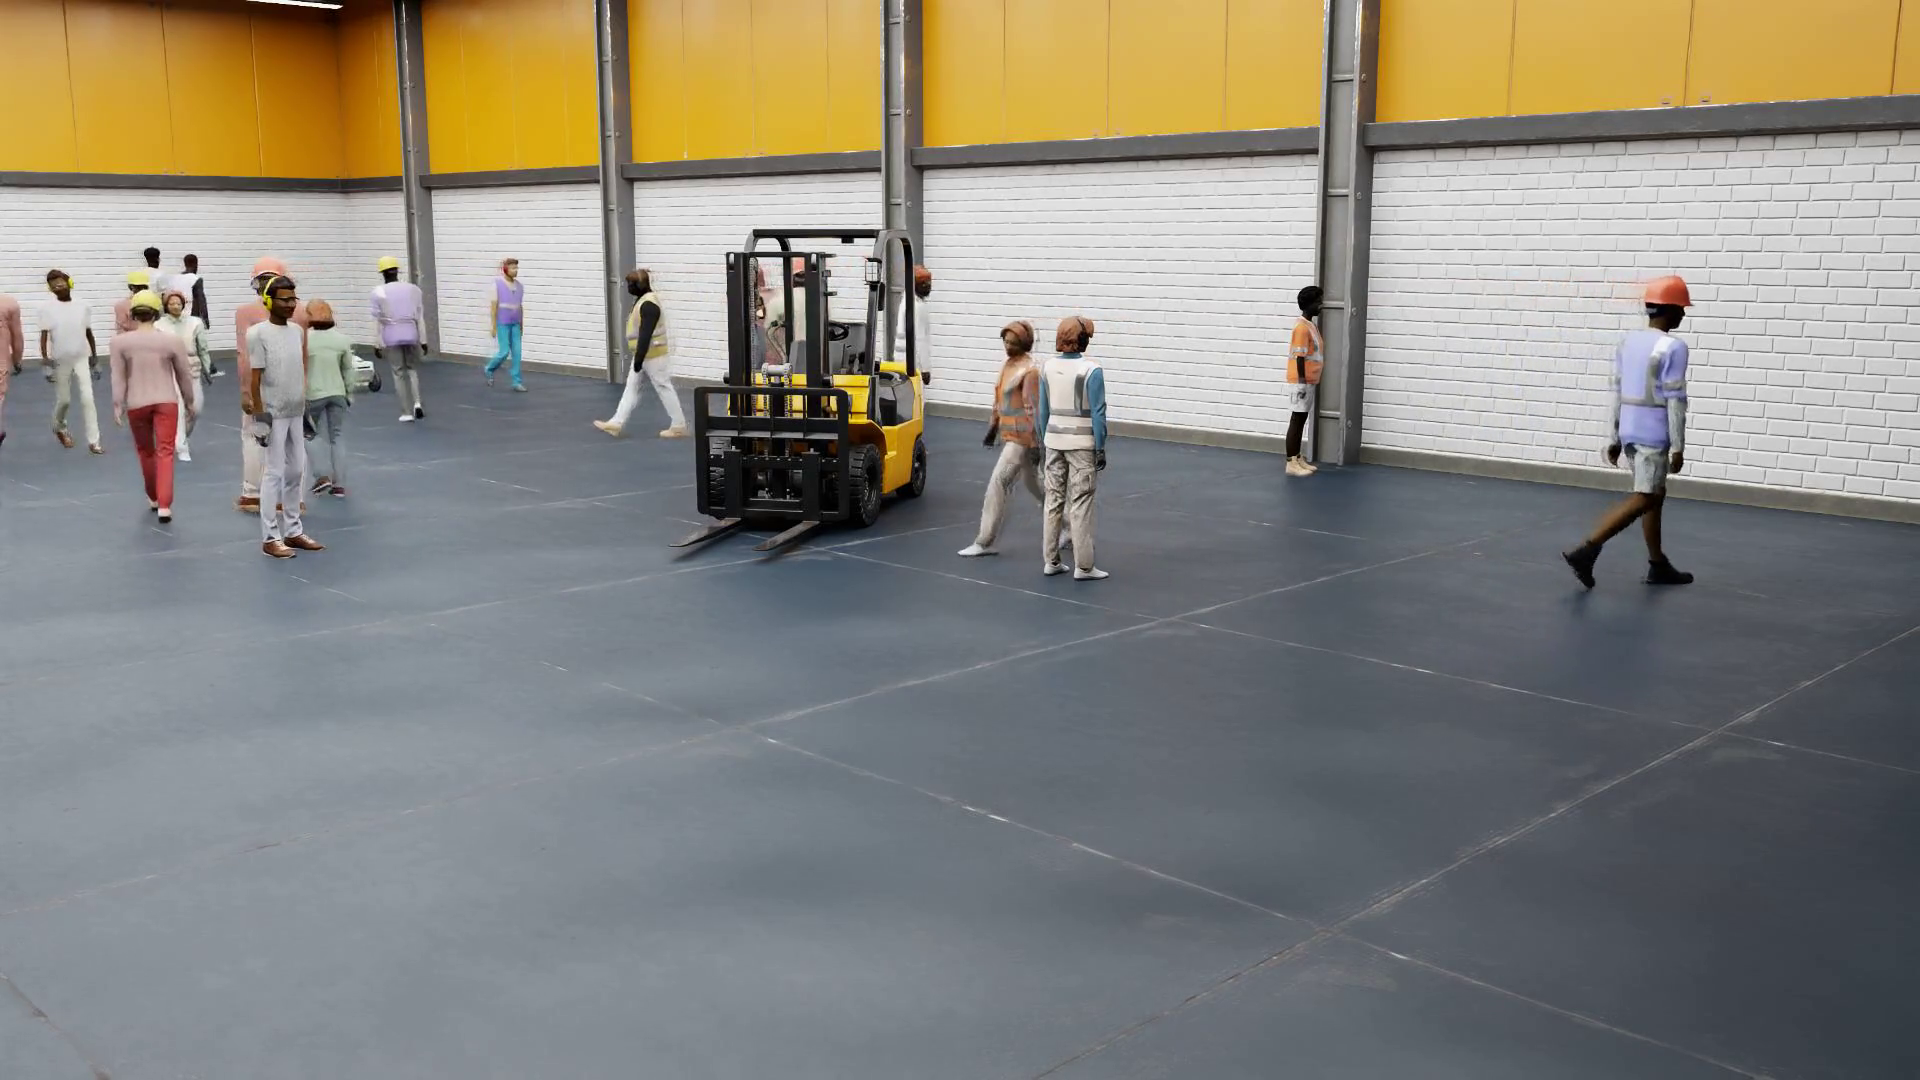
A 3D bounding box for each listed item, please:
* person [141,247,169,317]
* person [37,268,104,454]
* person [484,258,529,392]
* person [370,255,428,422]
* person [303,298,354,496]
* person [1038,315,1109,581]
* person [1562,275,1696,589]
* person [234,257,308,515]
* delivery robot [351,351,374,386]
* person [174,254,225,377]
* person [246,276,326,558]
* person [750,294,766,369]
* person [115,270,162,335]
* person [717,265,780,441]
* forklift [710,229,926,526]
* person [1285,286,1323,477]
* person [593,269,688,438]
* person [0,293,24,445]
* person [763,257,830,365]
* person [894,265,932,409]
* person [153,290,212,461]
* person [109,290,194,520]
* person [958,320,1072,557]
[{"bbox_3d":[-12.265,-3.492,25.398,0.620,1.955,0.416,3,11,18],"label":"person"},{"bbox_3d":[-8.796,-1.772,16.424,0.559,1.829,0.920,-10,14,-43],"label":"person"},{"bbox_3d":[-6.214,-2.930,22.689,0.598,1.828,0.599,7,12,33],"label":"person"},{"bbox_3d":[-6.418,-2.289,19.002,0.597,1.902,0.439,-8,13,-38],"label":"person"},{"bbox_3d":[-5.211,-1.158,13.602,0.533,1.617,0.401,-10,14,-43],"label":"person"},{"bbox_3d":[0.696,-0.564,10.313,0.516,1.641,0.308,10,14,42],"label":"person"},{"bbox_3d":[4.064,-0.632,9.982,0.884,1.908,0.554,-3,11,-14],"label":"person"},{"bbox_3d":[-5.316,-1.176,12.777,0.838,1.952,0.634,8,13,37],"label":"person"},{"bbox_3d":[-8.324,-2.343,22.717,0.707,0.478,0.477,9,13,40],"label":"delivery robot"},{"bbox_3d":[-11.523,-3.329,24.822,0.615,1.860,0.967,7,13,34],"label":"person"},{"bbox_3d":[-4.510,-0.822,11.106,0.309,1.864,0.535,3,11,17],"label":"person"},{"bbox_3d":[-1.852,-1.380,14.781,0.264,1.632,0.508,3,11,18],"label":"person"},{"bbox_3d":[-9.173,-2.147,18.672,0.536,1.747,0.555,-9,14,-41],"label":"person"},{"bbox_3d":[-1.912,-1.683,15.837,1.019,1.843,0.667,9,14,41],"label":"person"},{"bbox_3d":[-1.050,-1.319,12.920,1.214,2.155,2.313,2,11,13],"label":"forklift"},{"bbox_3d":[3.065,-1.412,14.802,0.318,1.691,0.534,3,11,18],"label":"person"},{"bbox_3d":[-3.337,-1.942,17.435,0.999,1.777,0.635,-3,11,-18],"label":"person"},{"bbox_3d":[-9.550,-1.761,16.337,0.658,1.834,1.030,-3,11,-17],"label":"person"},{"bbox_3d":[-1.515,-1.592,15.094,0.622,1.935,1.037,-9,14,-41],"label":"person"},{"bbox_3d":[-0.463,-1.706,15.984,0.349,1.862,0.730,-2,11,-12],"label":"person"},{"bbox_3d":[-7.494,-1.585,15.948,0.522,1.622,0.634,-9,14,-41],"label":"person"},{"bbox_3d":[-6.104,-1.024,12.598,0.543,1.716,0.909,-4,11,-20],"label":"person"},{"bbox_3d":[0.440,-0.676,11.061,0.859,1.583,0.532,-2,11,-10],"label":"person"}]
